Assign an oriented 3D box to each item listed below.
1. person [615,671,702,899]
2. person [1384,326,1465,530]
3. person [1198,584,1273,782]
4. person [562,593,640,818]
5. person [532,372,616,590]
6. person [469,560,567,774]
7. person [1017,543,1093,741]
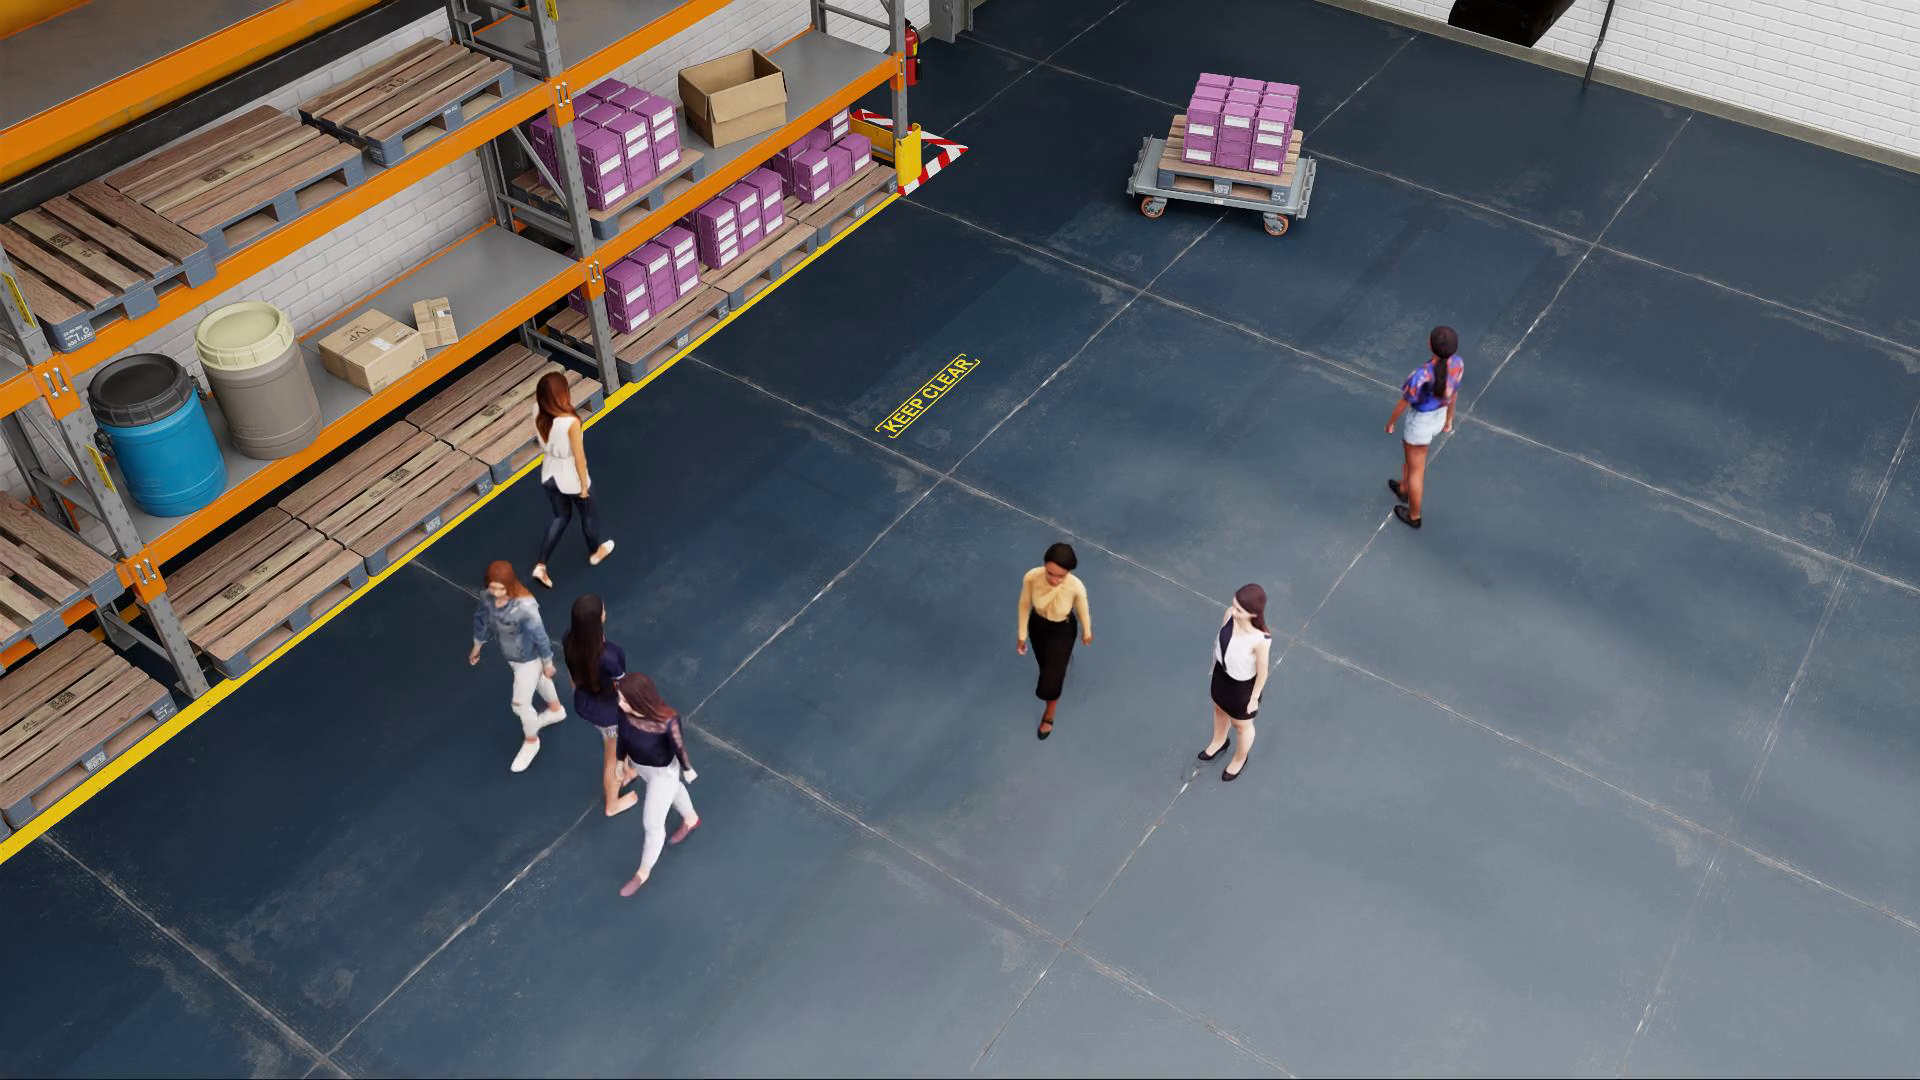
[{"bbox_3d":[-1.752,1.297,9.821,0.635,1.580,0.962,30,51,27],"label":"person"},{"bbox_3d":[3.368,-0.758,11.872,0.811,1.727,0.850,-18,47,-18],"label":"person"},{"bbox_3d":[1.706,0.875,10.216,0.618,1.648,0.625,-25,49,-24],"label":"person"},{"bbox_3d":[-2.194,1.061,9.948,0.616,1.748,0.641,28,50,27],"label":"person"},{"bbox_3d":[-2.772,-0.374,11.440,0.670,1.766,0.994,20,47,20],"label":"person"},{"bbox_3d":[-2.665,0.662,10.418,0.822,1.677,0.732,-33,53,-30],"label":"person"},{"bbox_3d":[0.612,0.541,10.593,0.684,1.612,0.975,22,48,22],"label":"person"}]
